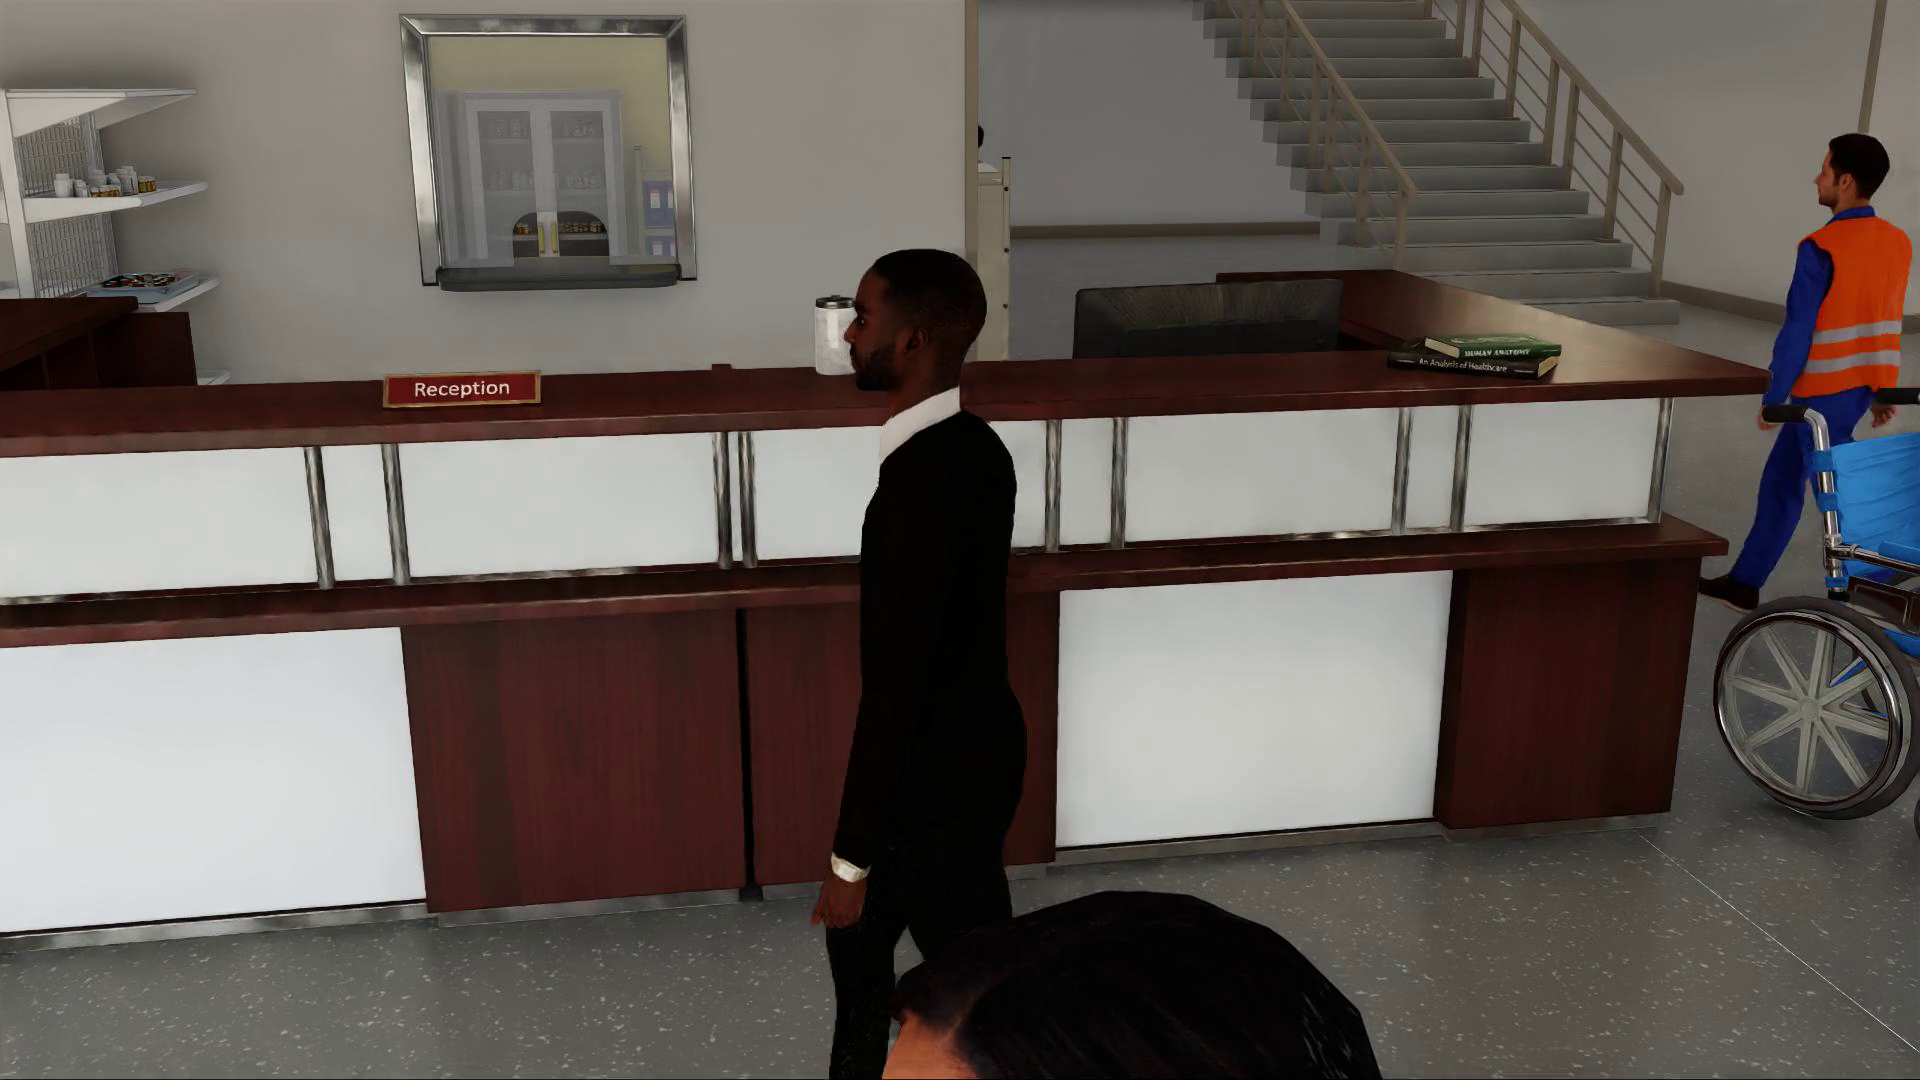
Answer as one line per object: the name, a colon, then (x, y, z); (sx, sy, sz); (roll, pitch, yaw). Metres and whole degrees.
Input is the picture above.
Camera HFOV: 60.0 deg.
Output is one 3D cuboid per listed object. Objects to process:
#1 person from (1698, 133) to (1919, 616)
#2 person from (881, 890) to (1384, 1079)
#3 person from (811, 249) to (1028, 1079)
person: (3.178, -0.468, 5.922); (0.998, 1.817, 1.342); (-9, 18, -30)
person: (0.079, 0.982, 0.925); (0.704, 1.739, 0.593); (-10, 19, -33)
person: (0.065, 0.424, 2.812); (0.874, 1.789, 0.896); (2, 16, 7)
